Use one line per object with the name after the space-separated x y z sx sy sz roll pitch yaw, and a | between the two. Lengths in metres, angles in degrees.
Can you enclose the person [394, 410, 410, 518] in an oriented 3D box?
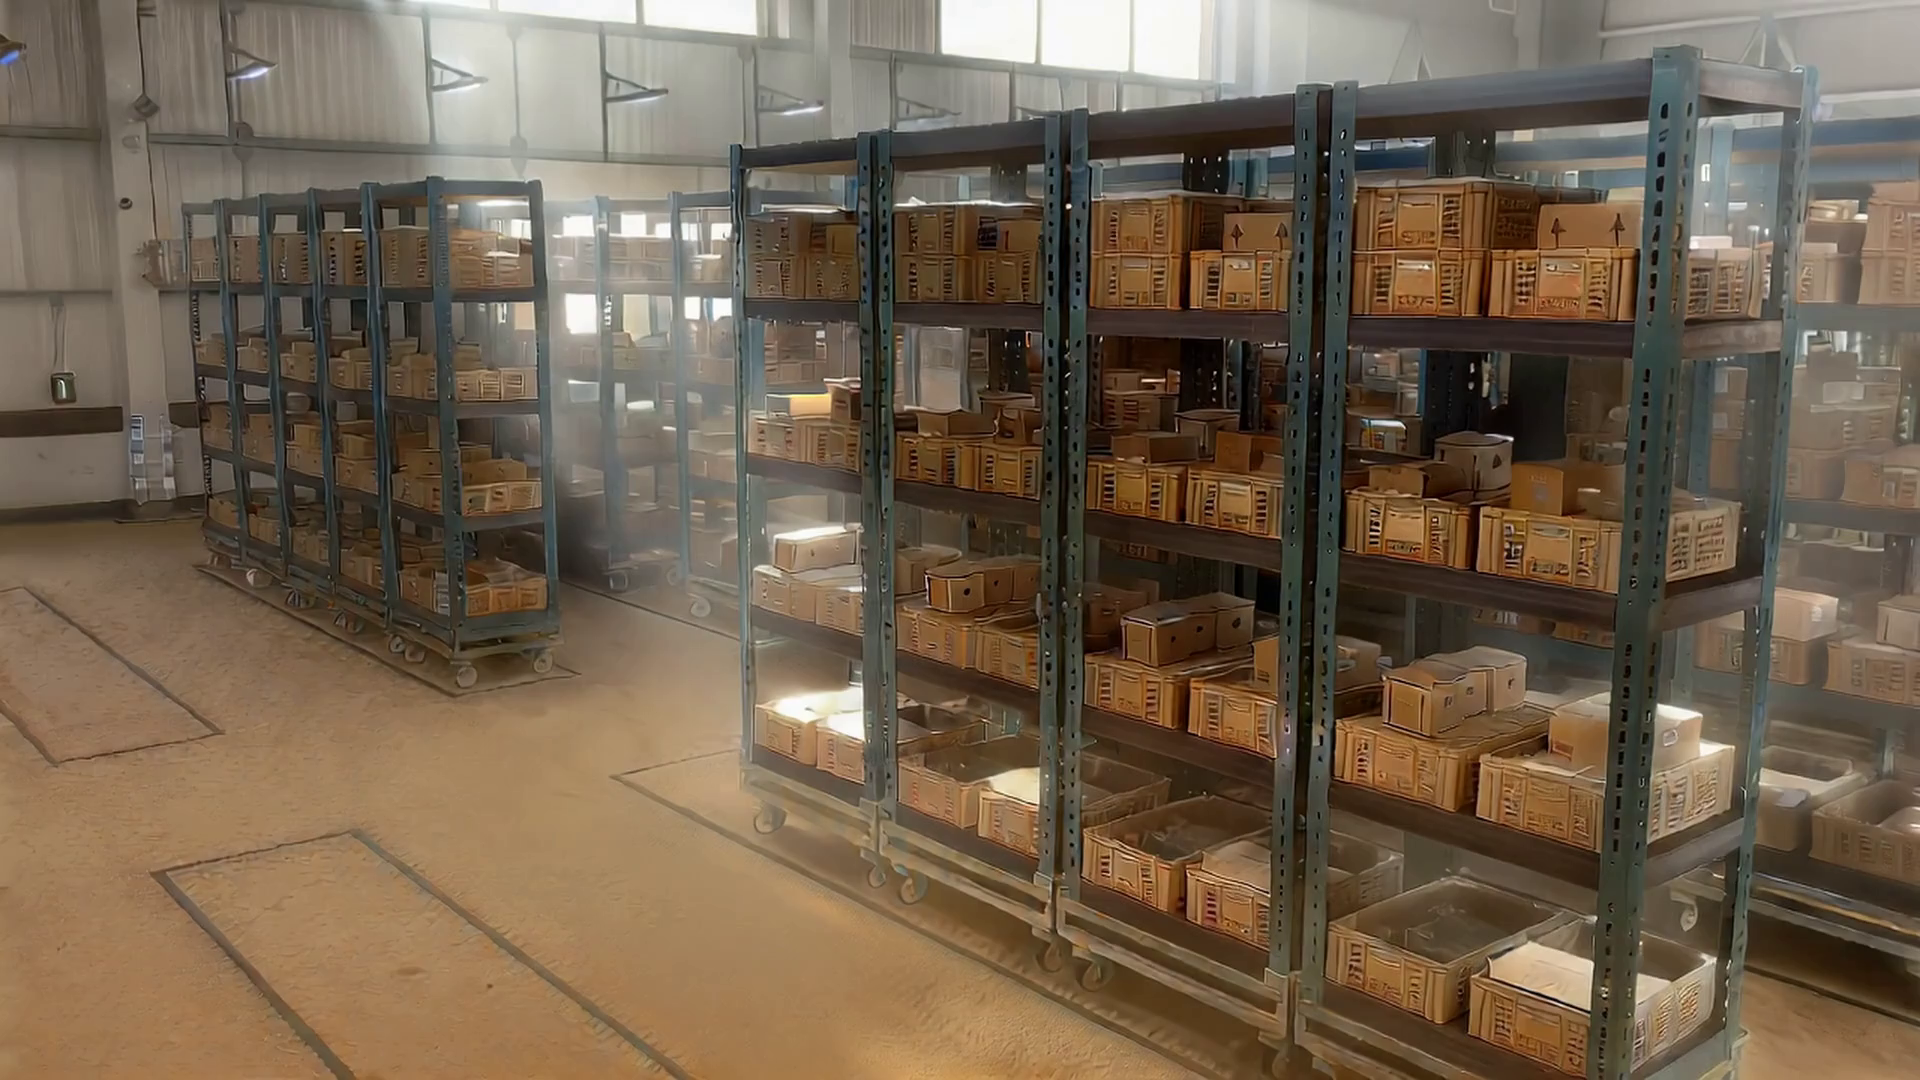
-6.679 -1.181 19.806 0.373 1.843 0.572 -2 10 -14 | person
